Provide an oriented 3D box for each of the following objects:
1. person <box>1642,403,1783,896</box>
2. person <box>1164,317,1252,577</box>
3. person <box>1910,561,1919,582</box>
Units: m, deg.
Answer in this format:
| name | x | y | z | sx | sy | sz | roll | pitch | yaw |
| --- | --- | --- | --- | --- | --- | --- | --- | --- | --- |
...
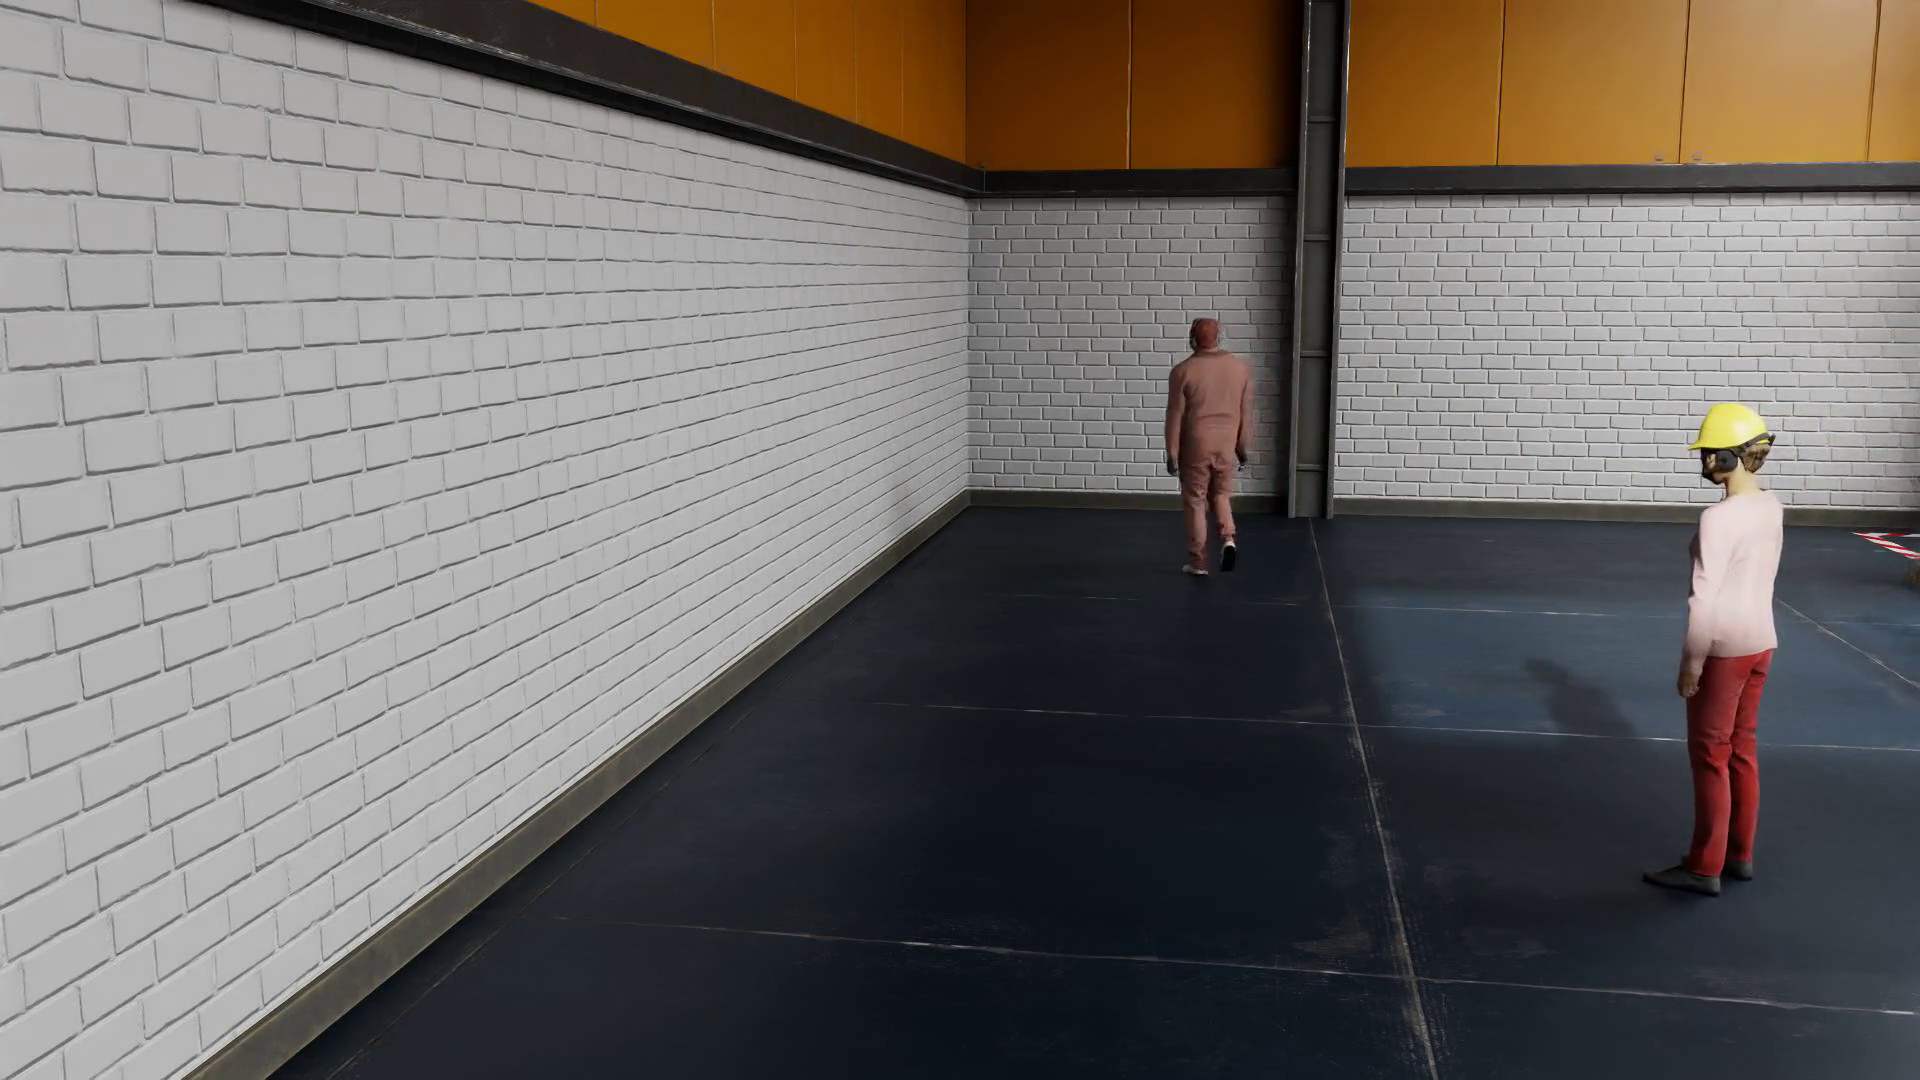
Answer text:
| name | x | y | z | sx | sy | sz | roll | pitch | yaw |
| --- | --- | --- | --- | --- | --- | --- | --- | --- | --- |
| person | 2.719 | 0.391 | 5.933 | 0.531 | 1.756 | 0.330 | -8 | 12 | -41 |
| person | 1.782 | -0.667 | 12.080 | 0.661 | 1.892 | 0.450 | -3 | 10 | -16 |
| person | 6.960 | -0.486 | 11.279 | 0.637 | 1.796 | 0.959 | -6 | 11 | -33 |
